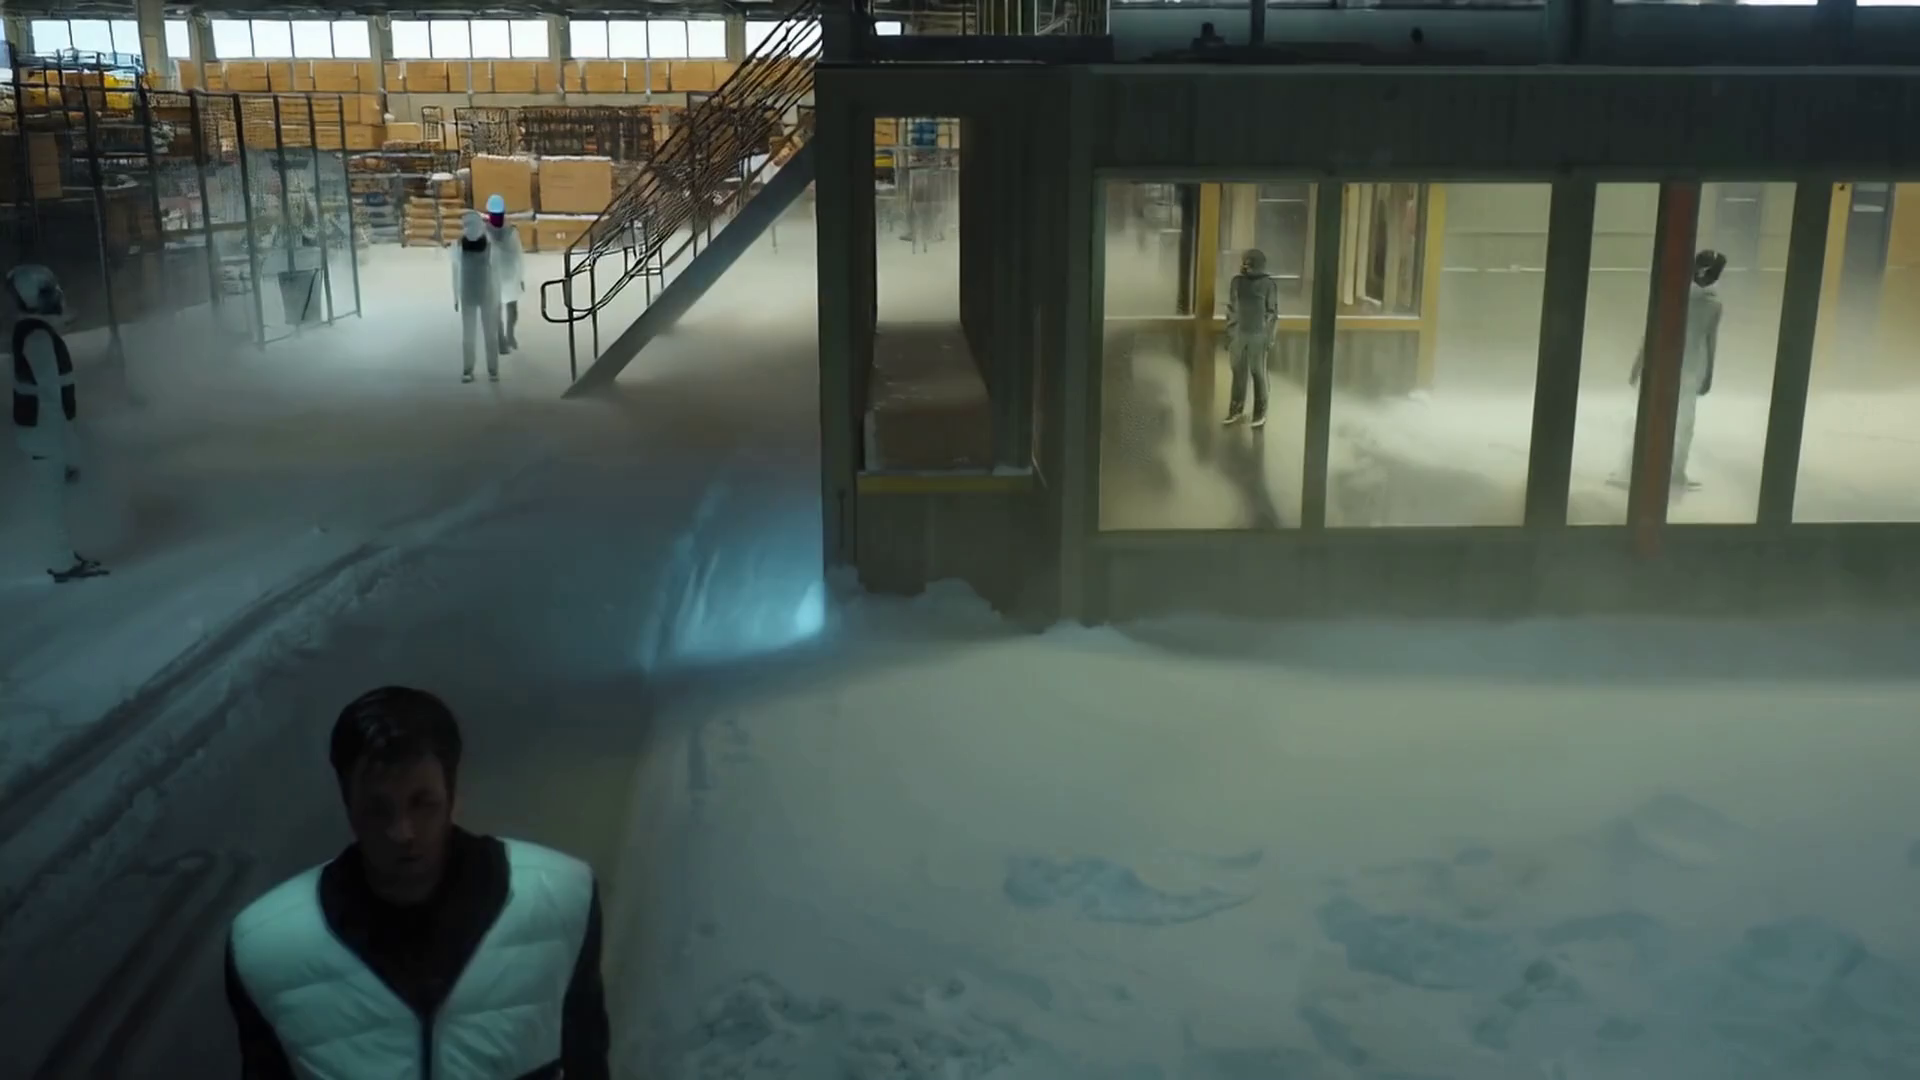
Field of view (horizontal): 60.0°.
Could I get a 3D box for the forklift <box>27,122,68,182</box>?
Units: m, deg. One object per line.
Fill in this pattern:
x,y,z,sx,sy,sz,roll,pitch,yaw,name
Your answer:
-35.376,-14.773,64.377,1.129,2.768,1.873,-1,14,-2,forklift

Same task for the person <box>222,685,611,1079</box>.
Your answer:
-0.864,1.134,2.780,0.585,1.911,0.390,-5,15,-20,person

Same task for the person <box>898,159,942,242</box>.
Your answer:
-0.912,-8.000,39.238,1.052,1.932,0.663,0,14,1,person

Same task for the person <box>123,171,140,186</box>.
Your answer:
-15.157,-5.880,30.842,0.946,1.903,0.545,5,15,18,person

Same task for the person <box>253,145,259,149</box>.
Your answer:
-31.520,-16.743,74.430,0.805,1.801,0.627,2,14,7,person

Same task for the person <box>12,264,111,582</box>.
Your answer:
-5.507,-0.699,10.074,0.392,1.922,0.592,-10,17,-34,person

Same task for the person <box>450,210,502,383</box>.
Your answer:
-5.186,-2.617,17.891,0.506,1.846,0.350,-3,14,-12,person

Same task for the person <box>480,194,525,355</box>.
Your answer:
-5.540,-3.188,20.025,0.562,1.919,0.518,-4,15,-17,person

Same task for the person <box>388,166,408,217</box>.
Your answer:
-15.531,-9.525,45.963,0.515,1.620,0.545,0,14,2,person

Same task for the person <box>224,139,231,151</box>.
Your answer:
-36.278,-18.875,82.571,0.378,1.994,0.612,1,14,2,person

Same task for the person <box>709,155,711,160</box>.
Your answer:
-11.232,-16.703,74.382,0.583,1.745,0.534,3,14,11,person

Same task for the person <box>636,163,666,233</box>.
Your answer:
-7.936,-8.751,42.572,0.695,1.766,0.403,-6,15,-23,person

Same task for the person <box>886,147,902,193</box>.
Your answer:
-2.642,-14.804,66.344,0.615,1.978,1.064,-3,14,-10,person

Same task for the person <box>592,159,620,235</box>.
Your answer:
-8.998,-8.625,41.814,0.967,1.889,0.552,3,14,13,person
